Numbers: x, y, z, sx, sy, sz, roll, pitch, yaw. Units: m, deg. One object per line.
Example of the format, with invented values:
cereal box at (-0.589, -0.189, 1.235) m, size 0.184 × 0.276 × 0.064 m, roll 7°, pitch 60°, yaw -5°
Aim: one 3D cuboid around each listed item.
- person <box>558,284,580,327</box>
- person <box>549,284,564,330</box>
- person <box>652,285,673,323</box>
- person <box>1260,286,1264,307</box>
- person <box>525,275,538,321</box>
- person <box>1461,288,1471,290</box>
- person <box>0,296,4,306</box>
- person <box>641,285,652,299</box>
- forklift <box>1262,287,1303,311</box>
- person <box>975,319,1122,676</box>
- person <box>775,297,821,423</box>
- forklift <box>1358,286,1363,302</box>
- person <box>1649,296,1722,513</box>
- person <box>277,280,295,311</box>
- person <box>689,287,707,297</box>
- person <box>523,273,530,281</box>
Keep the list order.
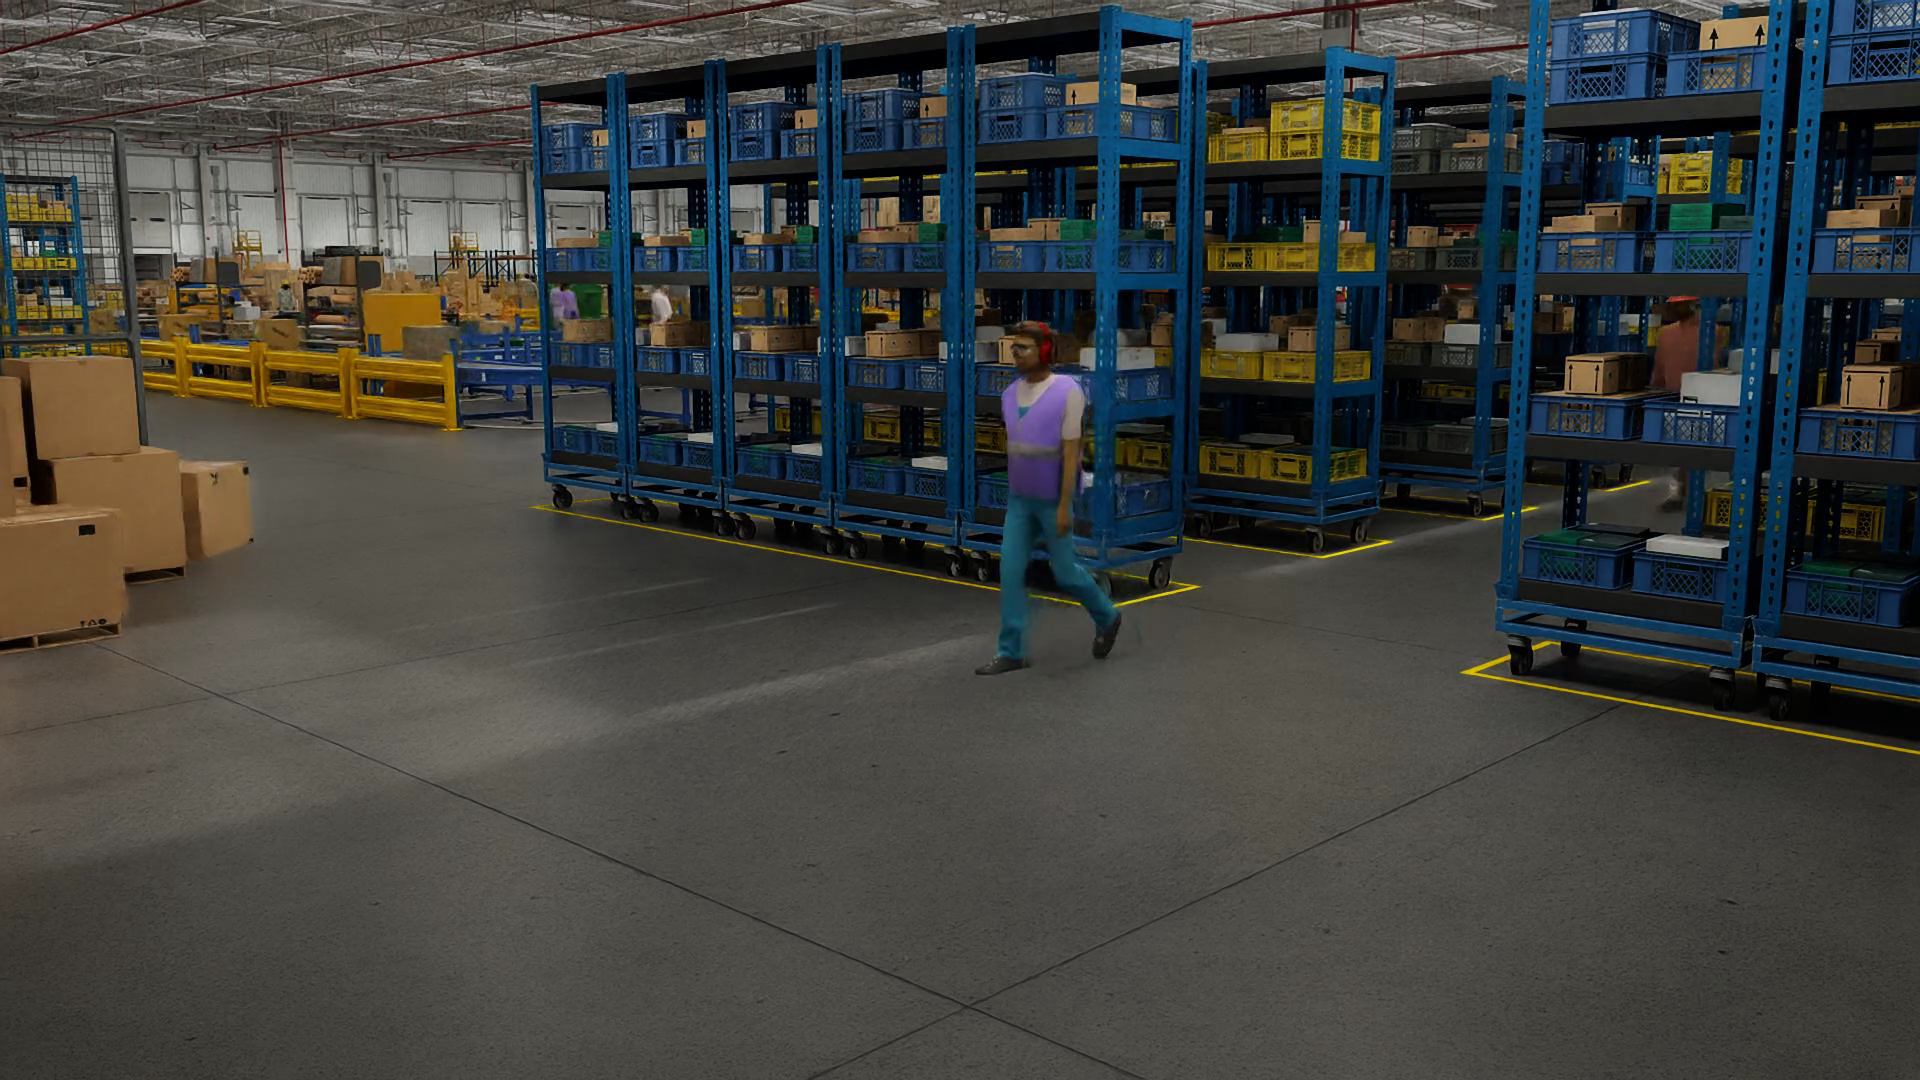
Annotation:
person at (-9.177, -5.198, 38.964) m, size 1.024 × 1.867 × 0.626 m, roll 3°, pitch 10°, yaw 17°
person at (-9.574, -5.411, 39.854) m, size 1.055 × 2.004 × 0.610 m, roll 2°, pitch 10°, yaw 14°
person at (-5.771, -4.194, 32.692) m, size 0.555 × 1.892 × 0.671 m, roll 0°, pitch 9°, yaw 0°
person at (10.891, -8.859, 60.822) m, size 0.610 × 2.042 × 0.396 m, roll 2°, pitch 10°, yaw 14°
person at (-16.669, -9.427, 64.906) m, size 0.694 × 1.853 × 0.517 m, roll -7°, pitch 12°, yaw -39°
person at (19.491, -9.148, 63.934) m, size 0.669 × 1.605 × 0.513 m, roll -6°, pitch 11°, yaw -32°
person at (-32.692, -8.060, 56.208) m, size 1.004 × 1.939 × 0.628 m, roll 2°, pitch 10°, yaw 13°
person at (-13.781, -10.867, 73.554) m, size 0.627 × 1.906 × 1.031 m, roll 6°, pitch 11°, yaw 34°
forklift at (10.769, -8.203, 54.240) m, size 1.129 × 2.768 × 1.873 m, roll 8°, pitch 12°, yaw 42°
person at (0.470, -0.228, 8.588) m, size 0.822 × 1.823 × 0.562 m, roll -8°, pitch 12°, yaw -42°
person at (-2.116, -2.340, 21.777) m, size 0.852 × 1.725 × 0.551 m, roll -8°, pitch 13°, yaw -42°
forklift at (11.100, -7.017, 46.970) m, size 1.873 × 2.768 × 1.129 m, roll 9°, pitch 13°, yaw 43°
person at (6.084, -1.194, 14.031) m, size 0.434 × 1.974 × 0.645 m, roll -4°, pitch 10°, yaw -24°
person at (-21.903, -7.594, 54.090) m, size 0.510 × 1.691 × 0.887 m, roll -4°, pitch 10°, yaw -25°
person at (-7.748, -6.921, 49.716) m, size 0.595 × 1.788 × 0.903 m, roll -9°, pitch 13°, yaw -43°
person at (-23.488, -13.584, 90.457) m, size 0.496 × 1.826 × 0.627 m, roll 0°, pitch 9°, yaw 3°
